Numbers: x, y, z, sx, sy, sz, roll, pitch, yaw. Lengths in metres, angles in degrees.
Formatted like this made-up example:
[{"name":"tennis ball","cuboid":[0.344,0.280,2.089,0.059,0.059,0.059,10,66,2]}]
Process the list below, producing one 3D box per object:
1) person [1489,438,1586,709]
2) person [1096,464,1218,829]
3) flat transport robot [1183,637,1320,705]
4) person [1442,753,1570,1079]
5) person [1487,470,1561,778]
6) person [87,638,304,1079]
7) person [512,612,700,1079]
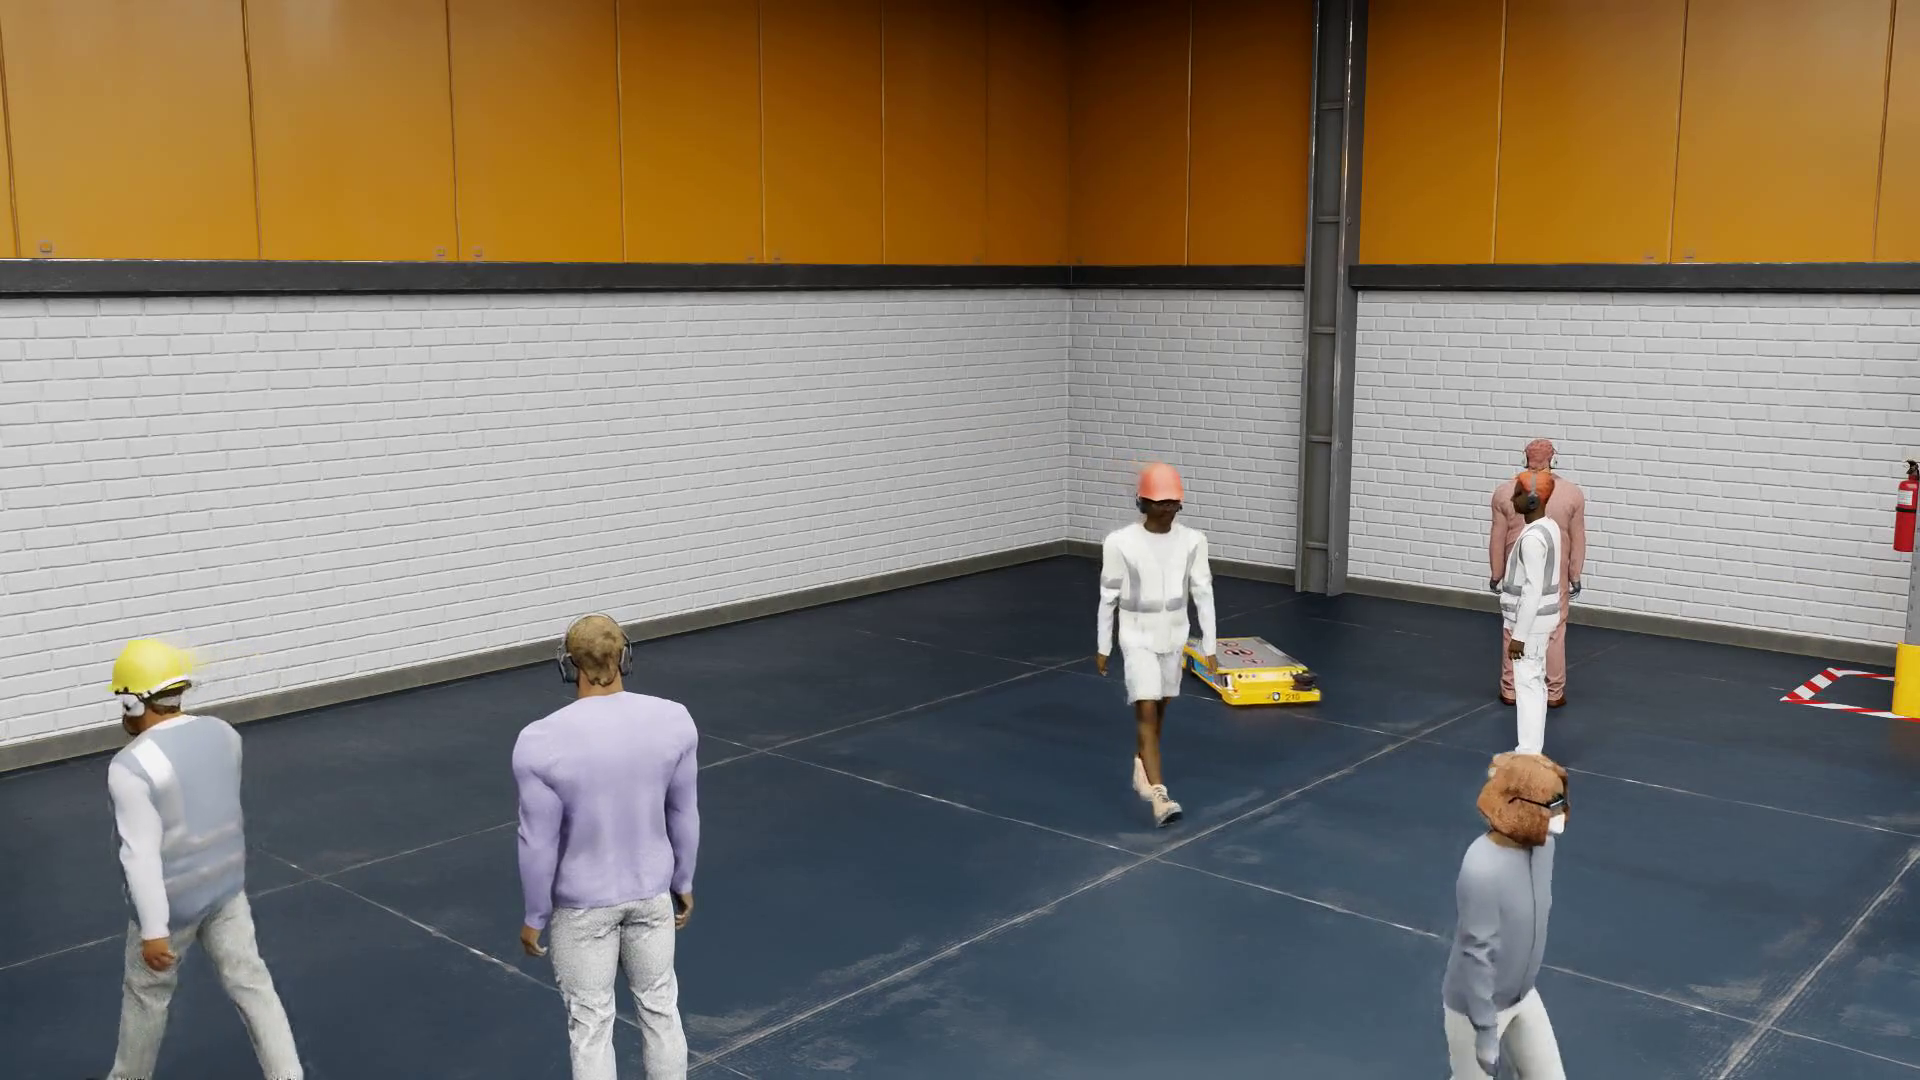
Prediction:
[{"name":"person","cuboid":[4.046,0.234,11.686,0.638,1.903,0.406,3,10,20]},{"name":"person","cuboid":[1.126,0.575,9.270,0.632,1.984,1.060,-2,9,-14]},{"name":"flat transport robot","cuboid":[2.098,0.944,12.328,0.652,0.197,1.431,-2,9,-9]},{"name":"person","cuboid":[1.645,1.427,5.091,0.512,1.619,0.399,-8,12,-40]},{"name":"person","cuboid":[3.407,0.513,9.989,0.355,1.884,0.576,4,10,25]},{"name":"person","cuboid":[-2.717,1.225,5.865,0.947,1.777,0.606,3,10,18]},{"name":"person","cuboid":[-1.166,1.196,5.544,0.627,1.934,0.371,-5,11,-31]}]
